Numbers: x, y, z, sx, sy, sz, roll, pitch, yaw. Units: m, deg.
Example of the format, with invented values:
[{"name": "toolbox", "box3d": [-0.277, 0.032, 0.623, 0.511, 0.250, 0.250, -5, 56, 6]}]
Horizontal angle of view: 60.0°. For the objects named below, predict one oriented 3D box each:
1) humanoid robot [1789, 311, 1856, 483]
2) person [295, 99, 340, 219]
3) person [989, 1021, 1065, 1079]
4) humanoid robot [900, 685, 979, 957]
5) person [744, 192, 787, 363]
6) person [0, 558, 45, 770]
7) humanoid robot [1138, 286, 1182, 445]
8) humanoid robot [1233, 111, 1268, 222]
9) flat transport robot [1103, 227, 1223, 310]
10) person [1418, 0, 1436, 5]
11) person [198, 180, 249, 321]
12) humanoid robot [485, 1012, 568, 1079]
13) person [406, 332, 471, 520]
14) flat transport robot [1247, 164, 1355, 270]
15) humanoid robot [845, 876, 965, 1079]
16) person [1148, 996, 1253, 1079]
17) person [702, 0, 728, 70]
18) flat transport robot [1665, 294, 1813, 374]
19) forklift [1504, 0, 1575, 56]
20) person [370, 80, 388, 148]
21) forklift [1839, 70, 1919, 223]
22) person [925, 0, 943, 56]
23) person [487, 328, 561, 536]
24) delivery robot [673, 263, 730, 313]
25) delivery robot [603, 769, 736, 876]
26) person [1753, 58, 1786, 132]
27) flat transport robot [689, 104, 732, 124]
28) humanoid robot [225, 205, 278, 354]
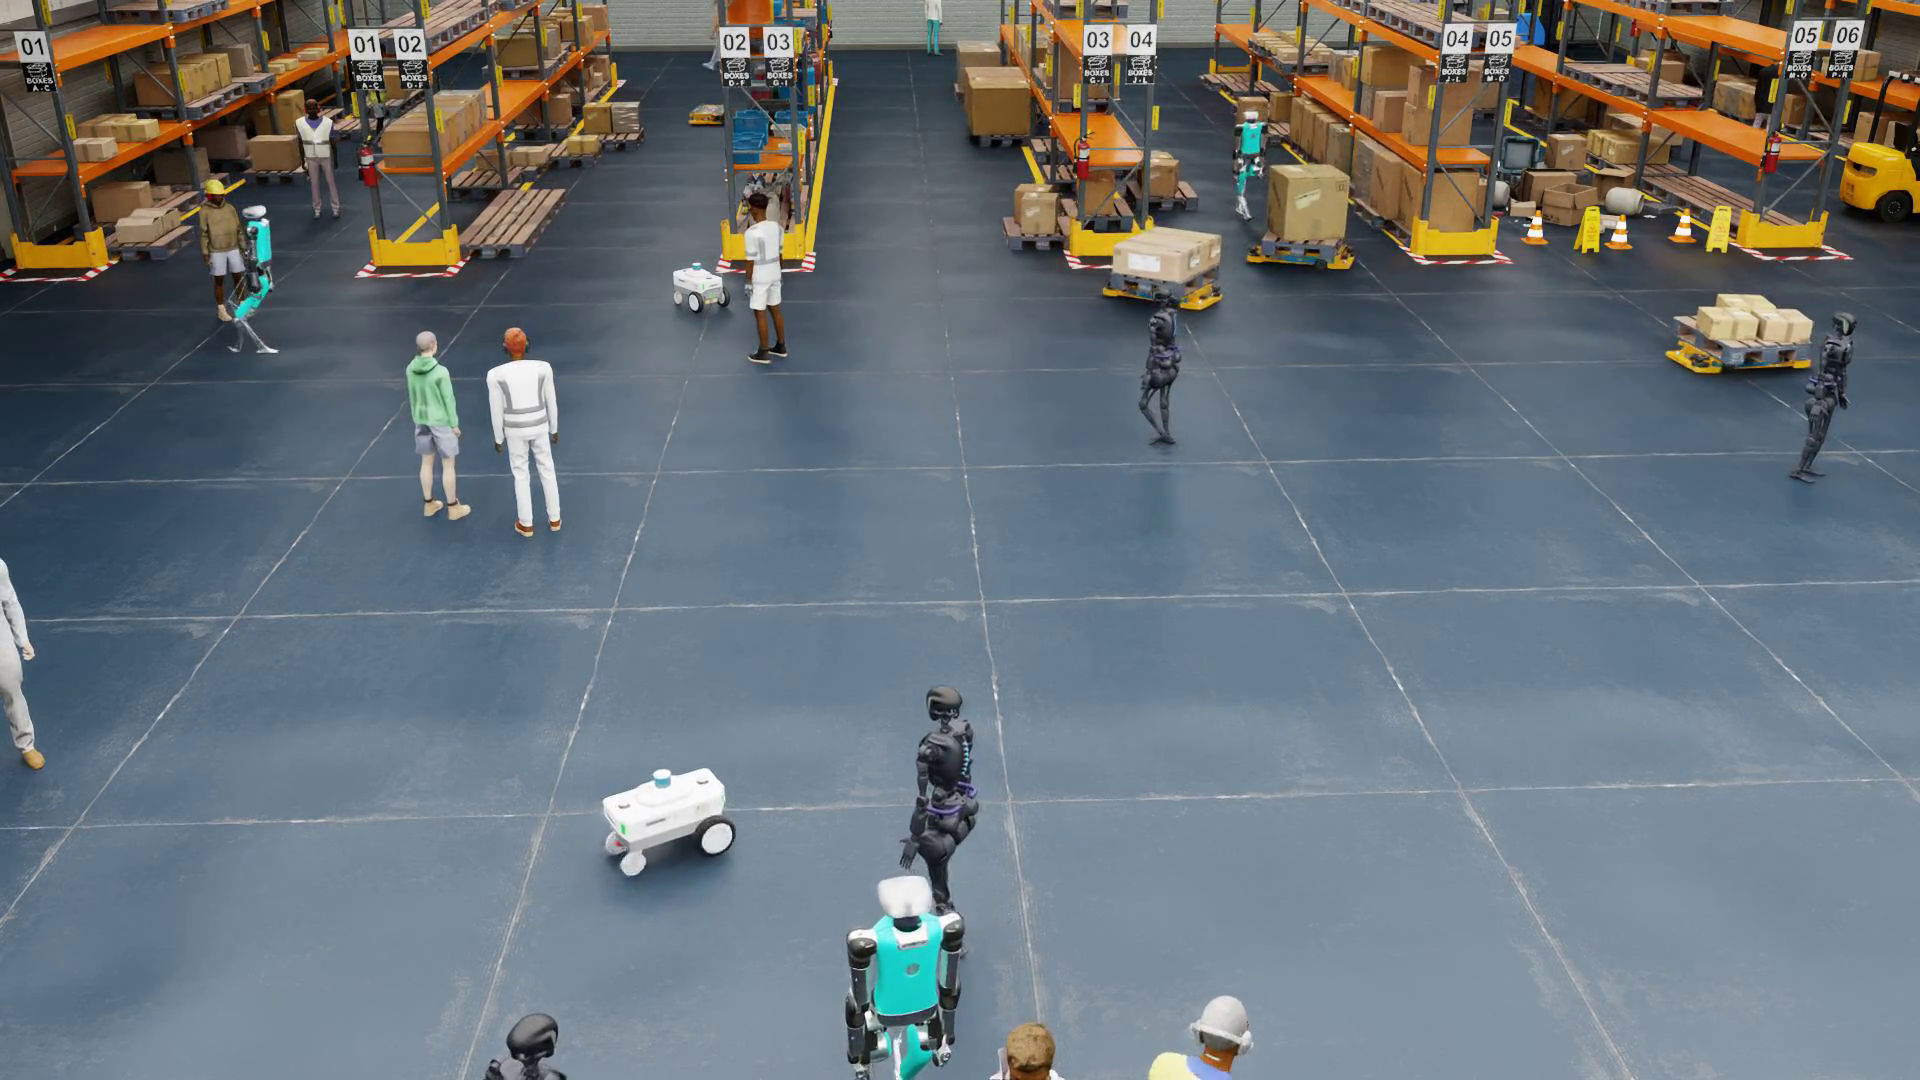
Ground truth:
[{"name": "humanoid robot", "box3d": [8.246, -1.368, 15.813, 0.590, 1.656, 0.326, -20, 31, -38]}, {"name": "person", "box3d": [-9.969, -5.935, 25.886, 0.559, 1.836, 0.388, -6, 25, -14]}, {"name": "person", "box3d": [0.247, 2.648, 6.501, 0.495, 1.912, 0.352, -6, 25, -13]}, {"name": "humanoid robot", "box3d": [-0.118, 1.556, 9.249, 0.458, 1.650, 0.610, 14, 27, 28]}, {"name": "person", "box3d": [-2.267, -3.037, 19.236, 0.372, 1.954, 0.601, 15, 28, 30]}, {"name": "person", "box3d": [-6.428, 0.691, 10.926, 0.561, 1.893, 0.376, -16, 28, -31]}, {"name": "humanoid robot", "box3d": [2.017, -1.754, 16.681, 0.346, 1.640, 0.610, 14, 27, 28]}, {"name": "humanoid robot", "box3d": [4.374, -5.752, 25.601, 0.560, 1.731, 1.032, -5, 24, -11]}, {"name": "flat transport robot", "box3d": [2.663, -3.274, 21.829, 1.431, 0.231, 0.659, 15, 28, 30]}, {"name": "person", "box3d": [11.746, -13.079, 41.982, 0.380, 1.798, 0.604, -15, 28, -31]}, {"name": "person", "box3d": [-9.222, -3.640, 20.824, 0.552, 1.757, 0.411, -21, 31, -38]}, {"name": "humanoid robot", "box3d": [-1.731, 2.640, 6.816, 0.590, 1.646, 0.348, 12, 27, 25]}, {"name": "person", "box3d": [-4.733, -1.023, 14.973, 0.470, 1.734, 0.324, 9, 25, 19]}, {"name": "flat transport robot", "box3d": [4.841, -4.048, 23.568, 1.431, 0.231, 0.659, 8, 25, 17]}, {"name": "humanoid robot", "box3d": [-0.329, 2.203, 7.775, 0.539, 1.762, 1.029, -8, 25, -16]}, {"name": "person", "box3d": [0.948, 2.638, 6.676, 0.539, 1.786, 1.141, 20, 31, 38]}, {"name": "person", "box3d": [-5.836, -12.163, 39.889, 0.933, 1.818, 0.549, 6, 25, 14]}, {"name": "flat transport robot", "box3d": [9.026, -2.149, 19.301, 1.431, 0.231, 0.659, -4, 24, -9]}, {"name": "forklift", "box3d": [14.700, -13.805, 42.301, 1.873, 2.768, 1.129, -1, 24, -2]}, {"name": "person", "box3d": [-10.884, -8.225, 31.204, 0.320, 1.694, 0.532, -6, 25, -13]}, {"name": "forklift", "box3d": [15.132, -6.143, 25.915, 2.313, 2.155, 1.214, -1, 24, -2]}, {"name": "person", "box3d": [-0.655, -13.297, 42.511, 0.532, 1.764, 0.320, 19, 30, 36]}, {"name": "person", "box3d": [-3.811, -0.945, 14.614, 0.573, 1.882, 0.361, -11, 26, -22]}, {"name": "delivery robot", "box3d": [-3.362, -3.262, 21.455, 0.499, 0.599, 0.774, -21, 31, -39]}, {"name": "delivery robot", "box3d": [-1.805, 1.707, 10.310, 0.818, 0.614, 0.499, -14, 28, -29]}, {"name": "person", "box3d": [14.844, -8.015, 30.529, 0.407, 1.855, 0.541, -20, 31, -38]}, {"name": "flat transport robot", "box3d": [-5.107, -8.700, 34.021, 0.659, 0.231, 1.431, 1, 24, 1]}, {"name": "humanoid robot", "box3d": [-8.395, -2.974, 19.457, 0.834, 1.860, 0.545, -1, 24, -1]}]
